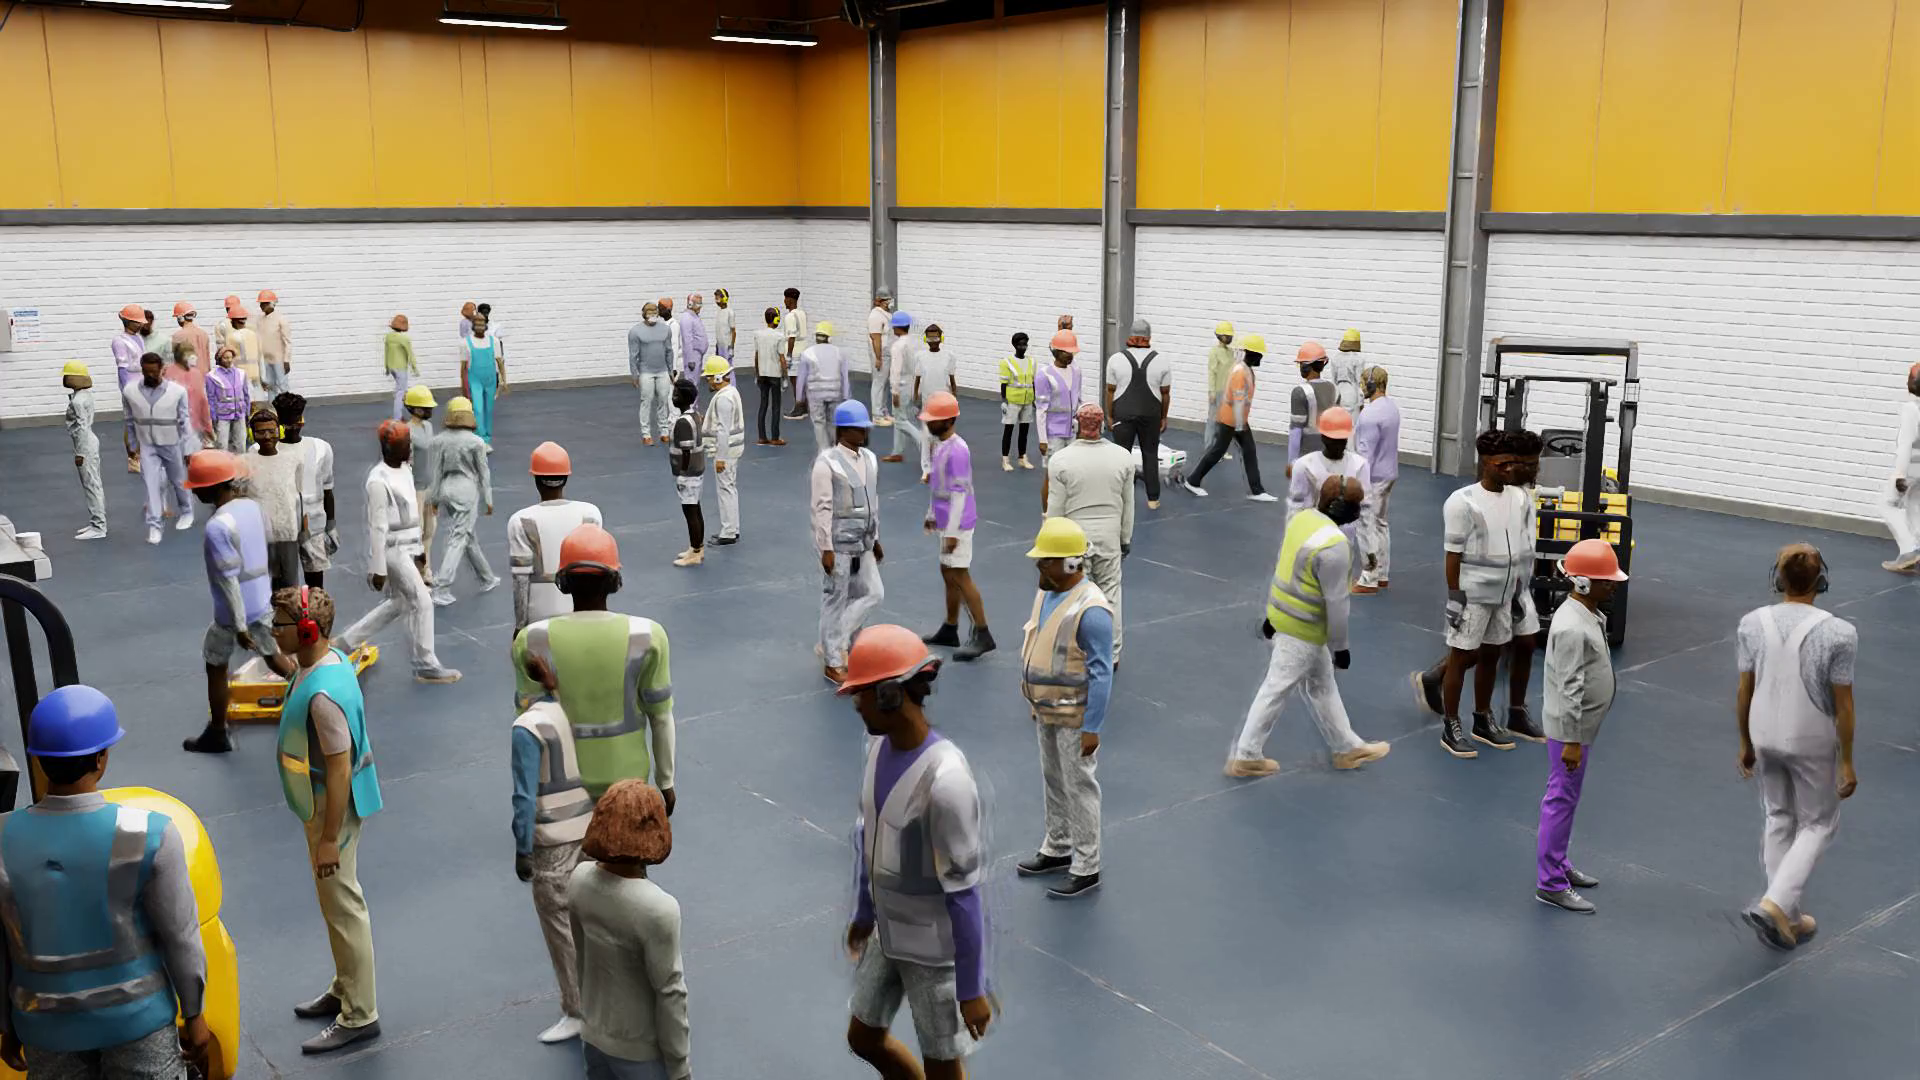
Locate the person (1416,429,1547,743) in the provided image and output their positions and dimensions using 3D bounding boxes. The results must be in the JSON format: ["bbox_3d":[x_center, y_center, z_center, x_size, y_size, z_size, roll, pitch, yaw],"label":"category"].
[{"bbox_3d":[3.282,0.257,10.246,0.596,1.936,0.799,-10,16,-41],"label":"person"}]

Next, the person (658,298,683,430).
[{"bbox_3d":[-4.149,-2.517,23.790,0.359,1.880,0.575,-5,13,-22],"label":"person"}]

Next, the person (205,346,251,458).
[{"bbox_3d":[-8.332,-1.394,18.968,0.316,1.629,0.509,8,14,33],"label":"person"}]

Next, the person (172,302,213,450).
[{"bbox_3d":[-9.857,-2.058,21.336,0.410,1.980,0.627,3,12,13],"label":"person"}]

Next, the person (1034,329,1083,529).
[{"bbox_3d":[1.009,-1.062,16.395,0.613,2.033,0.411,-11,16,-42],"label":"person"}]

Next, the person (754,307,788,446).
[{"bbox_3d":[-2.516,-2.175,22.204,0.526,1.857,0.343,6,13,27],"label":"person"}]

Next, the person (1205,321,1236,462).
[{"bbox_3d":[3.301,-1.867,20.921,0.325,1.767,0.533,9,15,38],"label":"person"}]

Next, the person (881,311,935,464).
[{"bbox_3d":[-0.632,-1.857,20.483,0.758,1.925,0.619,5,13,24],"label":"person"}]

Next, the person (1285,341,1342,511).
[{"bbox_3d":[3.142,-0.764,14.963,0.605,2.035,0.421,-10,15,-39],"label":"person"}]

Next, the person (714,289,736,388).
[{"bbox_3d":[-3.745,-3.054,26.418,0.329,1.865,0.515,-9,15,-37],"label":"person"}]

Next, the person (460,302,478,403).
[{"bbox_3d":[-7.905,-3.031,26.885,0.284,1.624,0.509,1,12,7],"label":"person"}]

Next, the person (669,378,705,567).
[{"bbox_3d":[-2.462,-0.608,15.002,0.315,1.696,0.541,0,12,0],"label":"person"}]

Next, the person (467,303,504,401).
[{"bbox_3d":[-7.476,-2.923,26.231,0.553,1.677,0.567,-3,12,-16],"label":"person"}]

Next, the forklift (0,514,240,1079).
[{"bbox_3d":[-3.687,1.115,5.480,2.313,2.155,1.214,-9,15,-36],"label":"forklift"}]

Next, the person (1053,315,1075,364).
[{"bbox_3d":[1.487,-2.394,23.768,0.311,1.642,0.513,1,12,3],"label":"person"}]

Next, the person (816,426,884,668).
[{"bbox_3d":[-0.777,0.027,11.616,0.444,1.823,0.644,-5,13,-23],"label":"person"}]

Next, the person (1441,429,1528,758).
[{"bbox_3d":[3.138,0.308,9.929,0.603,1.966,0.368,-6,13,-28],"label":"person"}]

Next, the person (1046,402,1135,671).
[{"bbox_3d":[0.896,-0.011,11.614,0.636,1.911,0.406,-3,12,-12],"label":"person"}]

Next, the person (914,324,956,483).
[{"bbox_3d":[-0.283,-1.579,19.310,0.510,1.861,0.324,0,12,-1],"label":"person"}]

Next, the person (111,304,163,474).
[{"bbox_3d":[-9.913,-1.821,20.049,0.390,2.034,0.605,-1,12,-4],"label":"person"}]

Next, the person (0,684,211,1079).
[{"bbox_3d":[-2.500,1.370,4.842,0.614,1.947,0.388,-1,12,-7],"label":"person"}]

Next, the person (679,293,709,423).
[{"bbox_3d":[-3.902,-2.678,24.511,0.406,1.902,0.638,0,12,0],"label":"person"}]

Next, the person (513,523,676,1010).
[{"bbox_3d":[-1.455,0.940,6.695,0.614,2.038,0.396,-2,12,-11],"label":"person"}]

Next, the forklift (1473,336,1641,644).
[{"bbox_3d":[4.683,-0.471,13.136,1.214,2.155,2.313,4,12,20],"label":"forklift"}]

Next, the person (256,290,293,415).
[{"bbox_3d":[-9.821,-2.578,23.794,0.613,1.995,0.391,6,13,26],"label":"person"}]

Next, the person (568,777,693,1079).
[{"bbox_3d":[-0.982,1.505,4.979,0.501,1.629,0.288,11,16,43],"label":"person"}]

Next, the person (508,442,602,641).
[{"bbox_3d":[-2.304,0.403,9.537,0.543,1.939,0.371,-7,13,-29],"label":"person"}]

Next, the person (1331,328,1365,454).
[{"bbox_3d":[4.698,-1.687,20.135,0.326,1.737,0.488,-9,15,-36],"label":"person"}]

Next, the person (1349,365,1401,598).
[{"bbox_3d":[3.466,-0.492,13.899,0.367,1.926,0.637,7,14,32],"label":"person"}]

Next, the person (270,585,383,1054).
[{"bbox_3d":[-2.469,1.073,6.527,0.382,1.845,0.571,-5,13,-24],"label":"person"}]

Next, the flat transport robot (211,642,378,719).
[{"bbox_3d":[-4.445,0.899,11.184,0.652,0.197,1.431,-1,12,-4],"label":"flat transport robot"}]

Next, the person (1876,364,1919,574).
[{"bbox_3d":[8.391,-0.624,14.659,0.589,1.868,0.413,-6,13,-25],"label":"person"}]
